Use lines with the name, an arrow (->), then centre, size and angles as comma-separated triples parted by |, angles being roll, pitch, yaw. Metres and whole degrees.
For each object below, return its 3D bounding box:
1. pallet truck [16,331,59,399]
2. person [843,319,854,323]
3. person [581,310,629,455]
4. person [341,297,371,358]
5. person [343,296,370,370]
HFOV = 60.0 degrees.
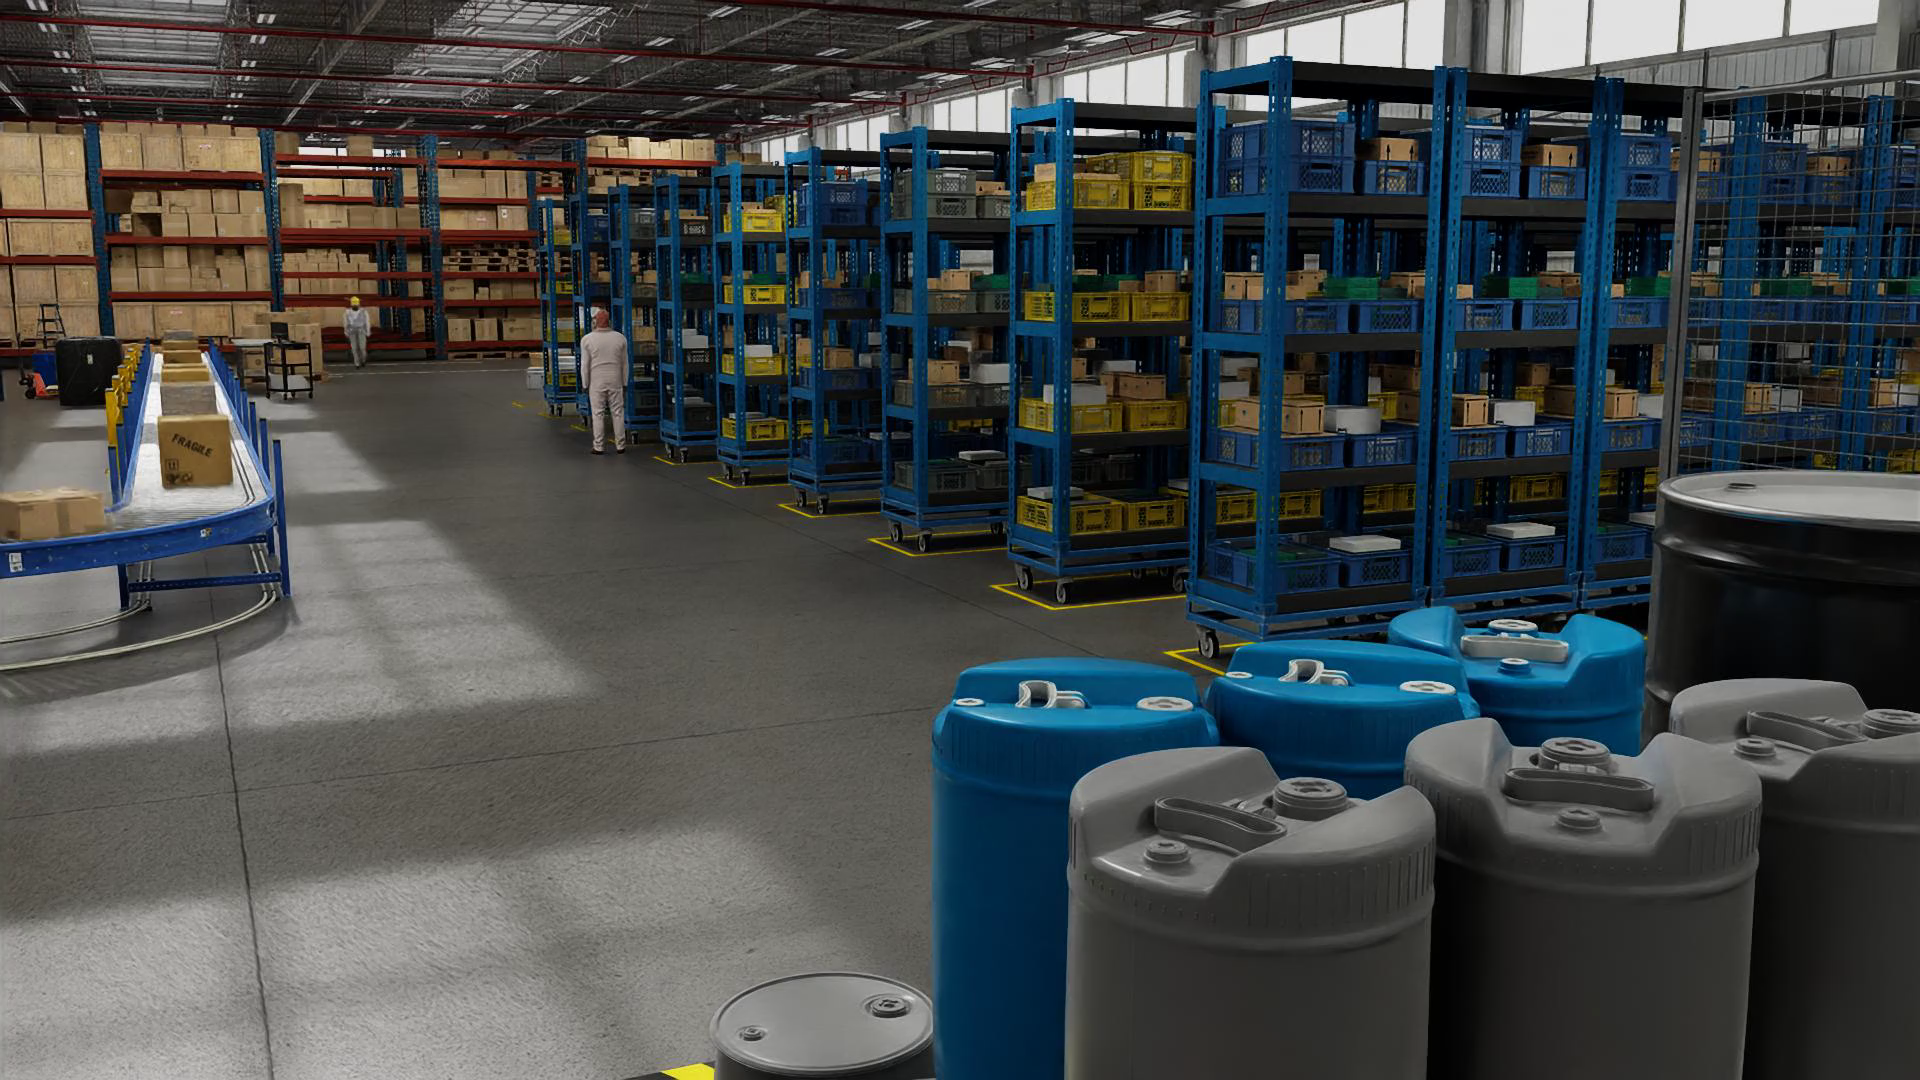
pallet truck -> -17.082, -3.353, 31.781 | 1.630, 1.274, 0.653 | -4, 10, -25
person -> -3.021, -6.164, 47.476 | 0.660, 1.869, 0.906 | 3, 10, 20
person -> -4.697, -2.078, 21.987 | 0.640, 1.910, 0.407 | -4, 10, -24
person -> -17.009, -5.971, 46.737 | 0.716, 1.727, 0.530 | -3, 10, -16
person -> -14.883, -5.095, 40.997 | 0.608, 1.809, 0.532 | -3, 9, -15
